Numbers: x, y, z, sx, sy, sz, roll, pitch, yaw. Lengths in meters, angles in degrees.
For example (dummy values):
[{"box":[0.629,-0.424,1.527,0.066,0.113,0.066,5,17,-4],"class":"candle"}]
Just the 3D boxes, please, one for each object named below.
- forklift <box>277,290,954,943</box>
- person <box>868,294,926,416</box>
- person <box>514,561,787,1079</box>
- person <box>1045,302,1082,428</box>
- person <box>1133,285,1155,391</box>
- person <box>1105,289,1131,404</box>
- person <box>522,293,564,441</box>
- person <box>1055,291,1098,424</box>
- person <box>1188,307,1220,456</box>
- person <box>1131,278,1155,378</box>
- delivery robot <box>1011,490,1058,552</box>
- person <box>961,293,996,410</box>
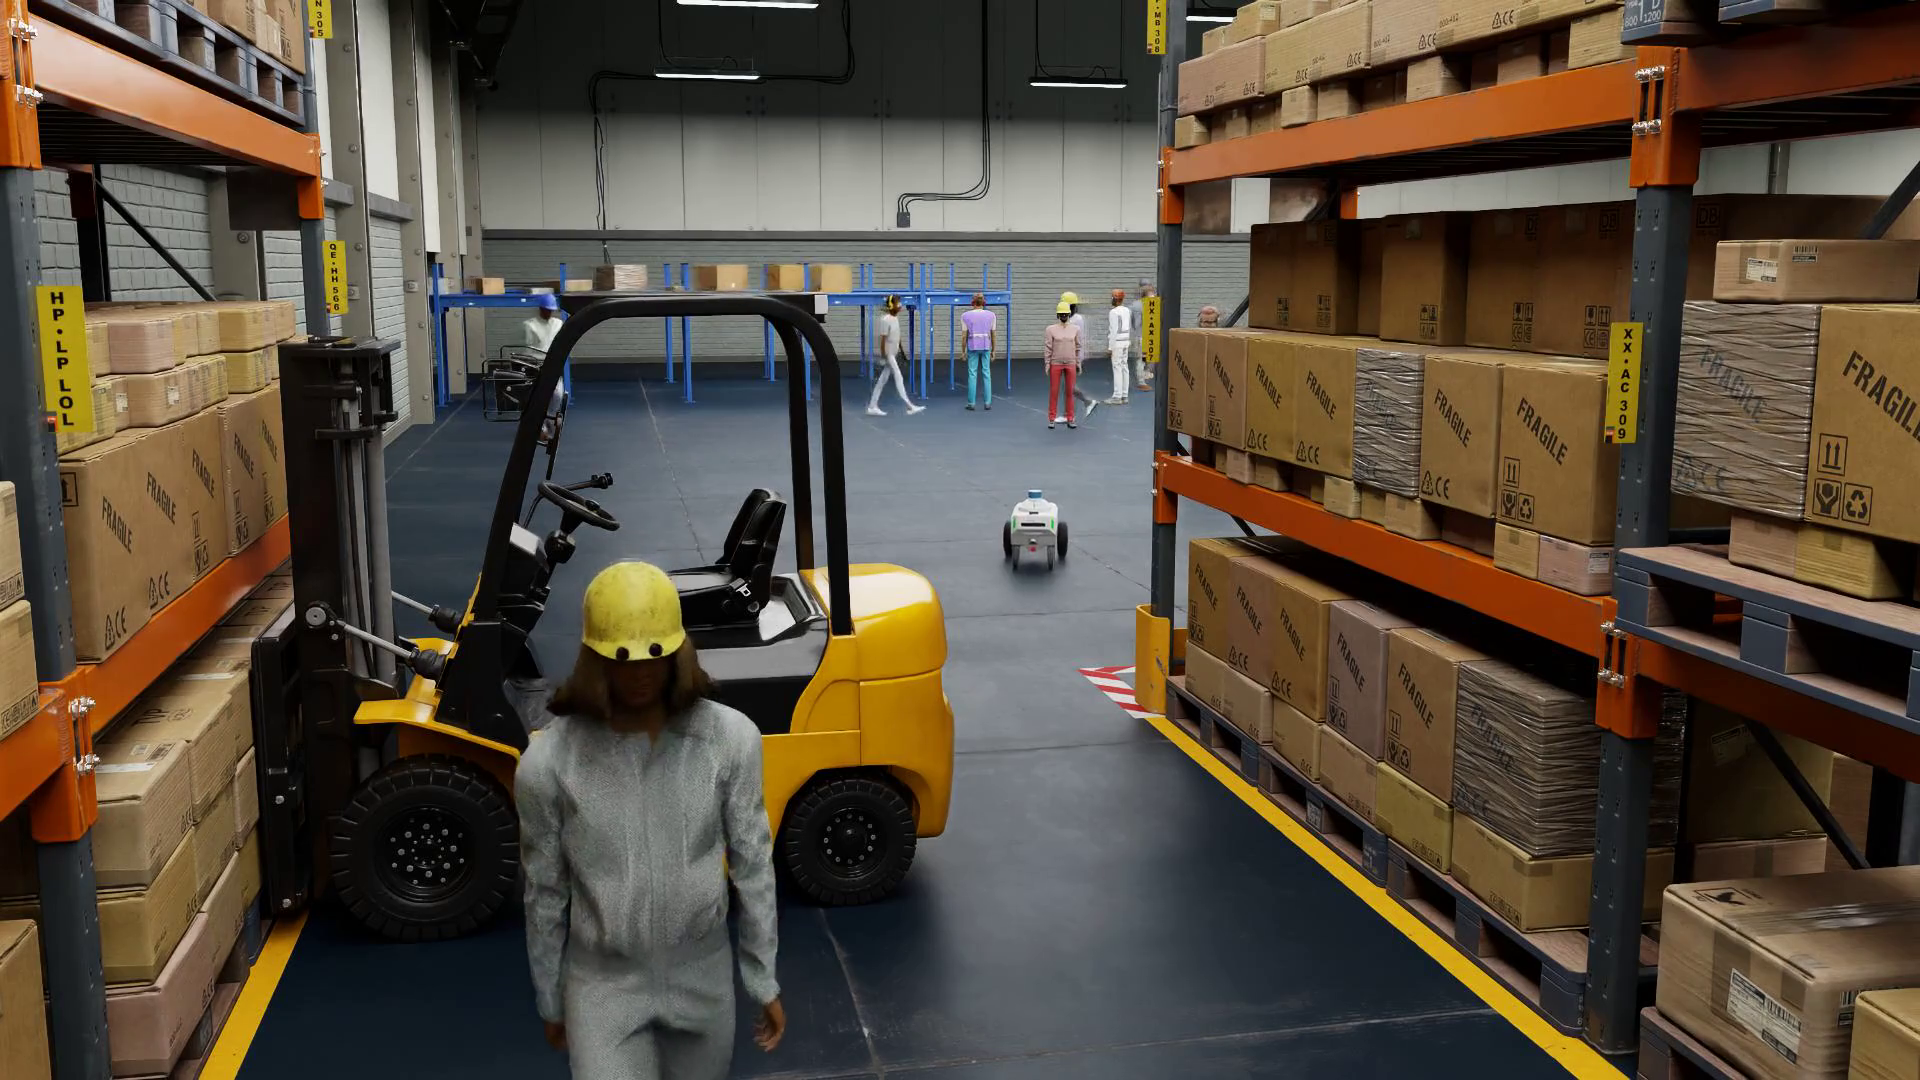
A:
[{"box":[-1.179,0.175,6.143,2.313,2.155,1.214,-2,10,-12],"class":"forklift"},{"box":[-0.981,-2.789,25.188,0.977,1.826,0.498,2,10,11],"class":"person"},{"box":[-0.643,0.852,3.365,0.485,1.706,0.828,-4,10,-23],"class":"person"},{"box":[1.453,-2.453,23.332,0.535,1.767,0.315,-1,9,-6],"class":"person"},{"box":[3.406,-3.677,30.308,0.637,1.922,0.442,-7,12,-38],"class":"person"},{"box":[2.619,-3.201,27.540,0.356,1.883,0.573,6,11,34],"class":"person"},{"box":[-5.399,-2.255,21.687,0.611,1.915,0.484,-7,12,-38],"class":"person"},{"box":[1.664,-2.644,24.106,0.612,1.902,0.590,-1,9,-8],"class":"person"},{"box":[2.558,-1.484,17.219,0.649,1.852,1.034,2,10,13],"class":"person"},{"box":[3.782,-4.334,34.091,0.536,2.000,0.681,0,9,0],"class":"person"},{"box":[0.575,-0.141,12.769,0.477,0.478,0.707,1,9,5],"class":"delivery robot"},{"box":[0.295,-2.994,26.390,0.566,1.846,0.387,-2,10,-13],"class":"person"}]
